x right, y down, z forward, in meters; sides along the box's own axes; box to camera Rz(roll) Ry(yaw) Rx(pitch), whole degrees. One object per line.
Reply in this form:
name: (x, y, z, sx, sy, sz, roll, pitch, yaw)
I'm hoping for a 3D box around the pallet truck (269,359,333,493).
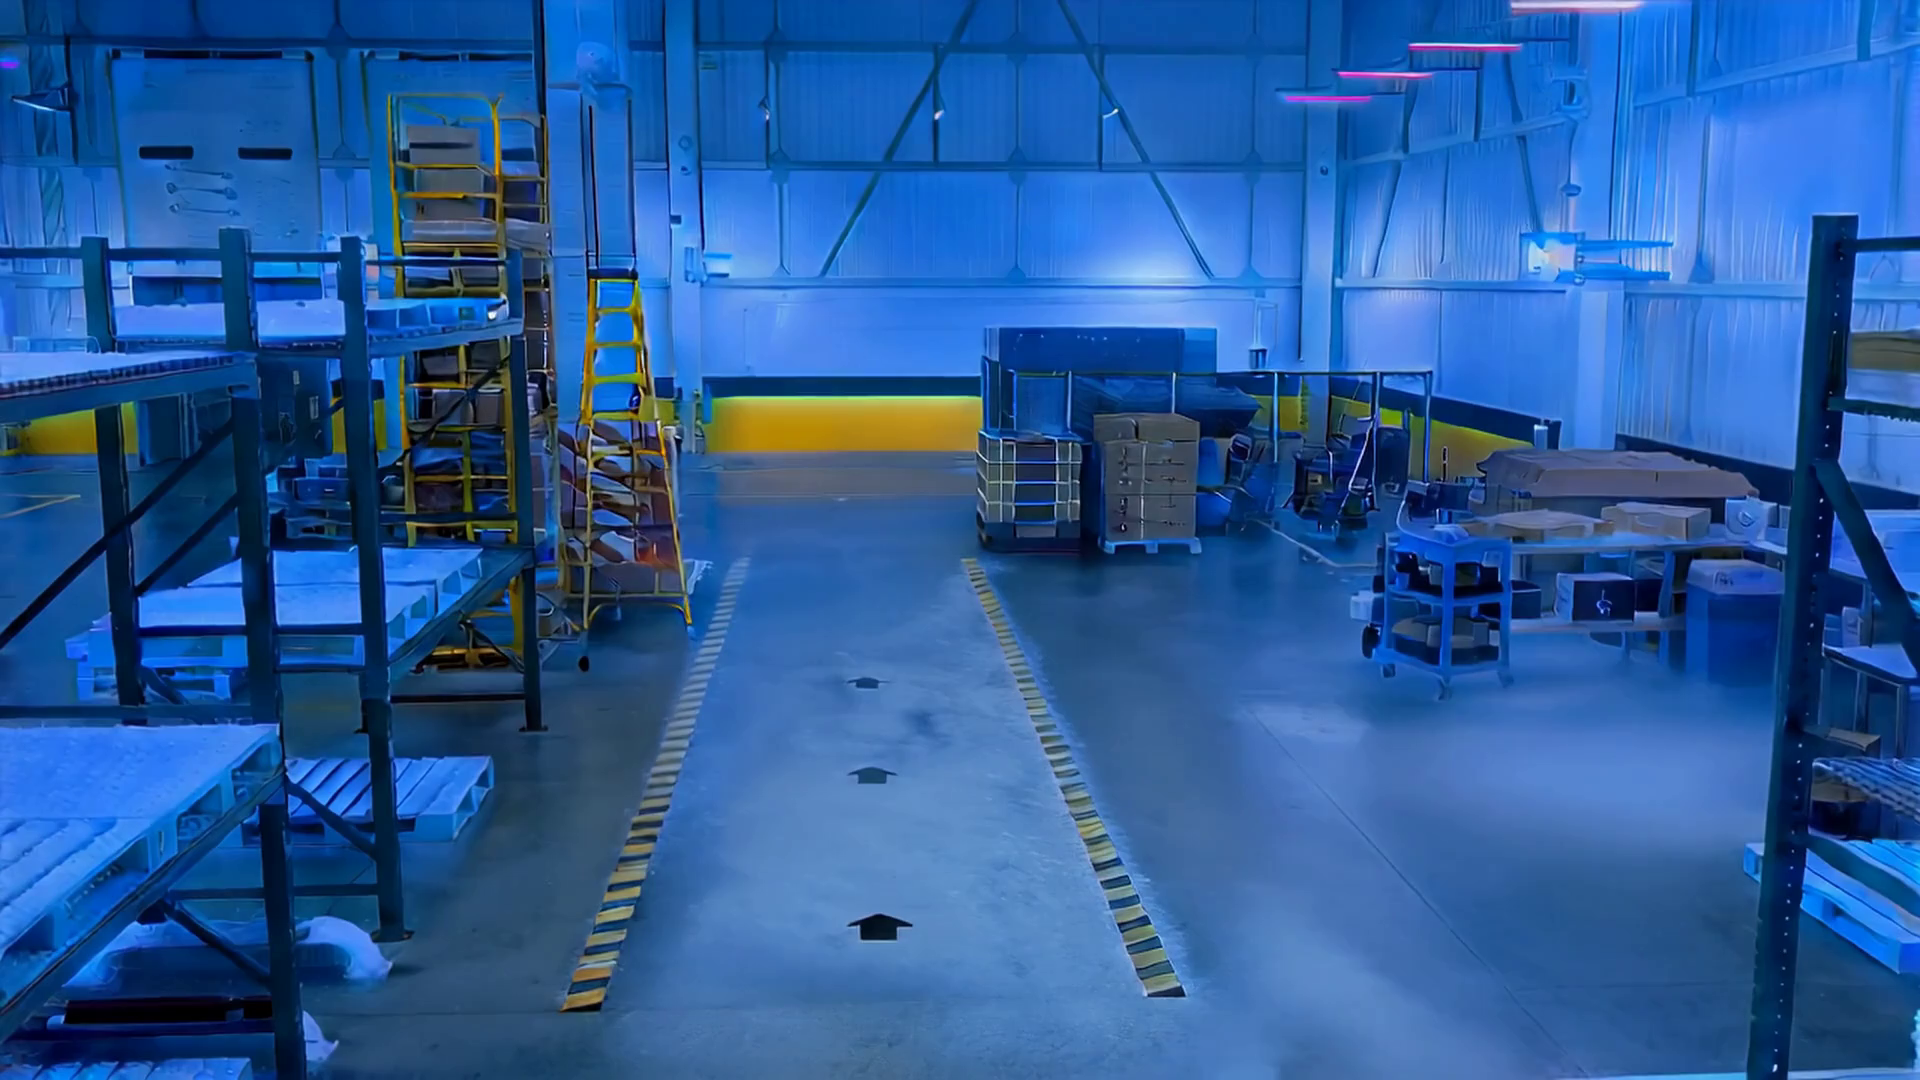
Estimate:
pallet truck: (-7.062, -1.131, 18.996, 1.885, 1.965, 0.823, 2, 9, 13)
